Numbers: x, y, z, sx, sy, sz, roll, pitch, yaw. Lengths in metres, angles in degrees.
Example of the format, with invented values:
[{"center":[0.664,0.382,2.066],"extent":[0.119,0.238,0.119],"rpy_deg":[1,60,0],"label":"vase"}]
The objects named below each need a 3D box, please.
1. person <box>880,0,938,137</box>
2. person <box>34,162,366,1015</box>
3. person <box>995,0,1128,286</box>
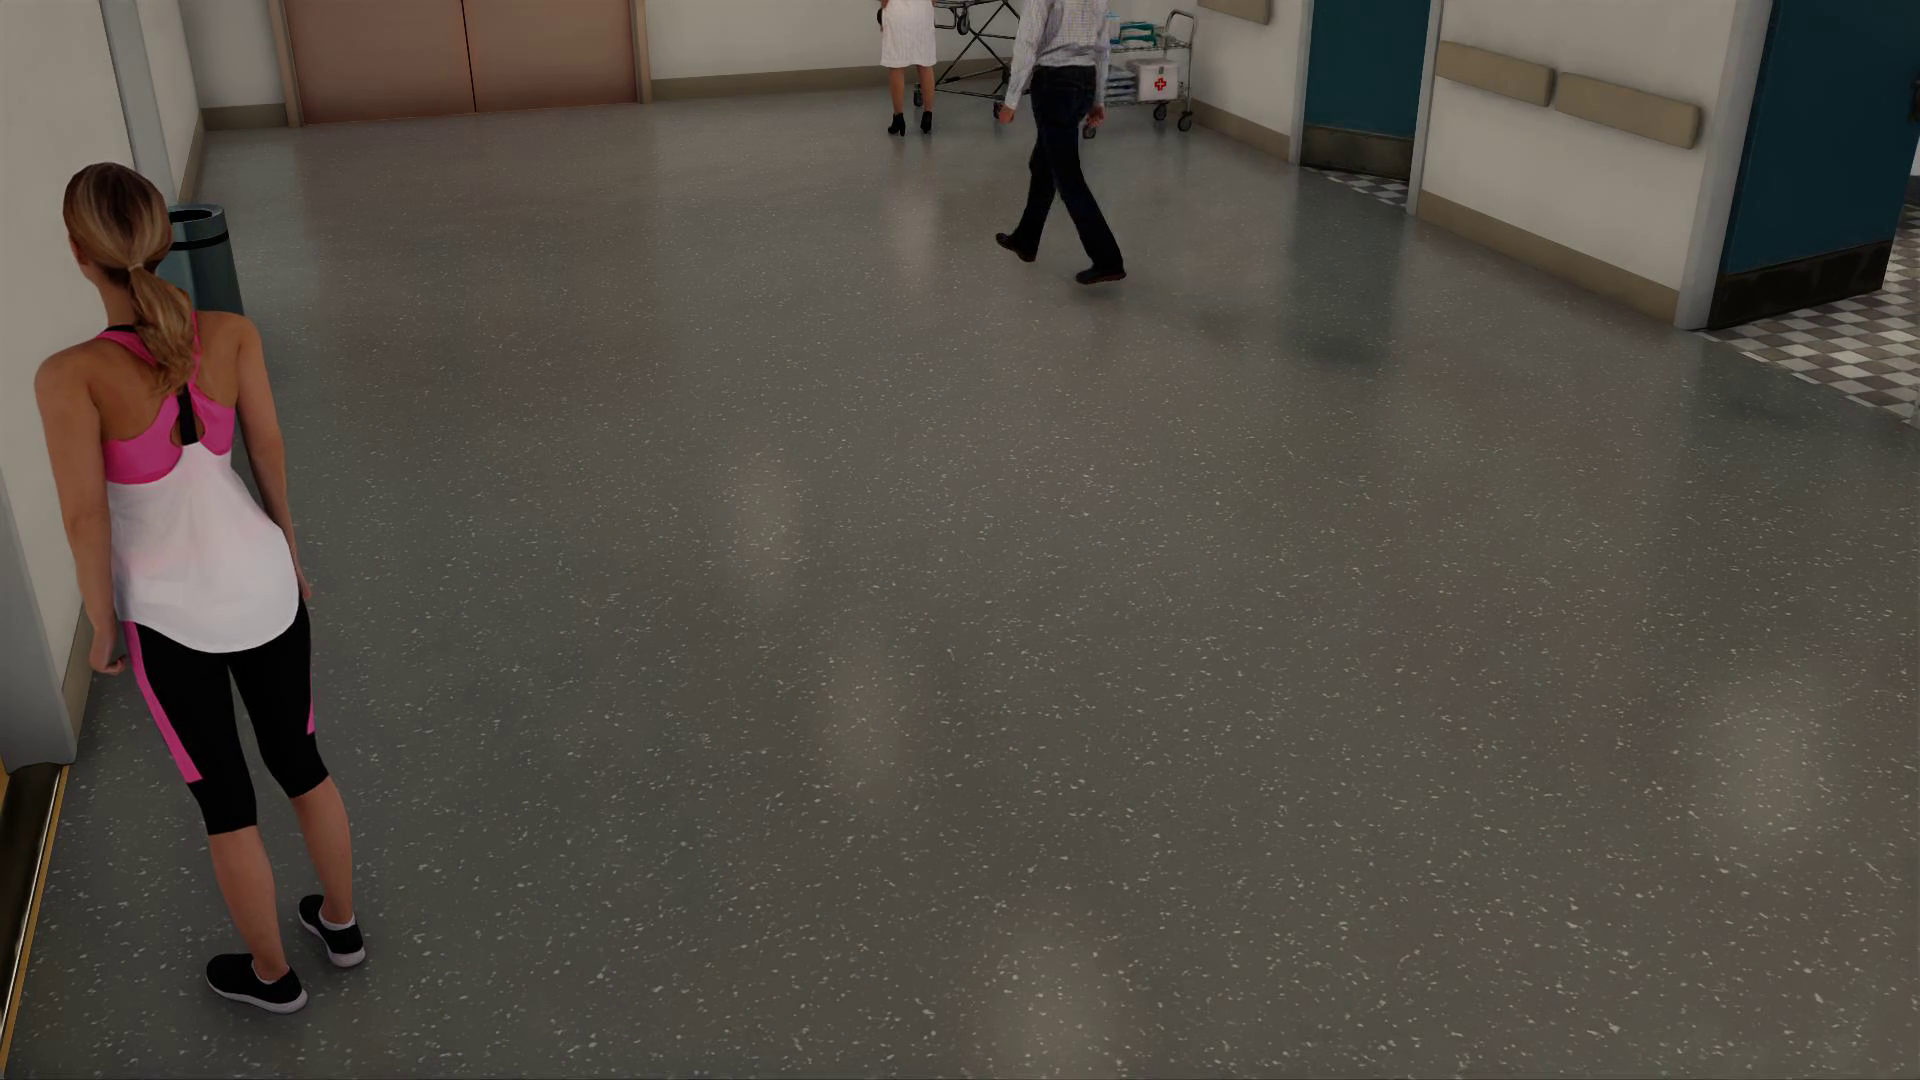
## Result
[{"center":[-0.346,-3.513,11.144],"extent":[0.548,1.556,0.506],"rpy_deg":[-9,27,-17],"label":"person"},{"center":[-1.472,0.149,3.283],"extent":[0.692,1.787,0.679],"rpy_deg":[18,31,33],"label":"person"},{"center":[0.537,-2.079,7.914],"extent":[0.990,1.778,1.285],"rpy_deg":[-22,34,-38],"label":"person"}]
